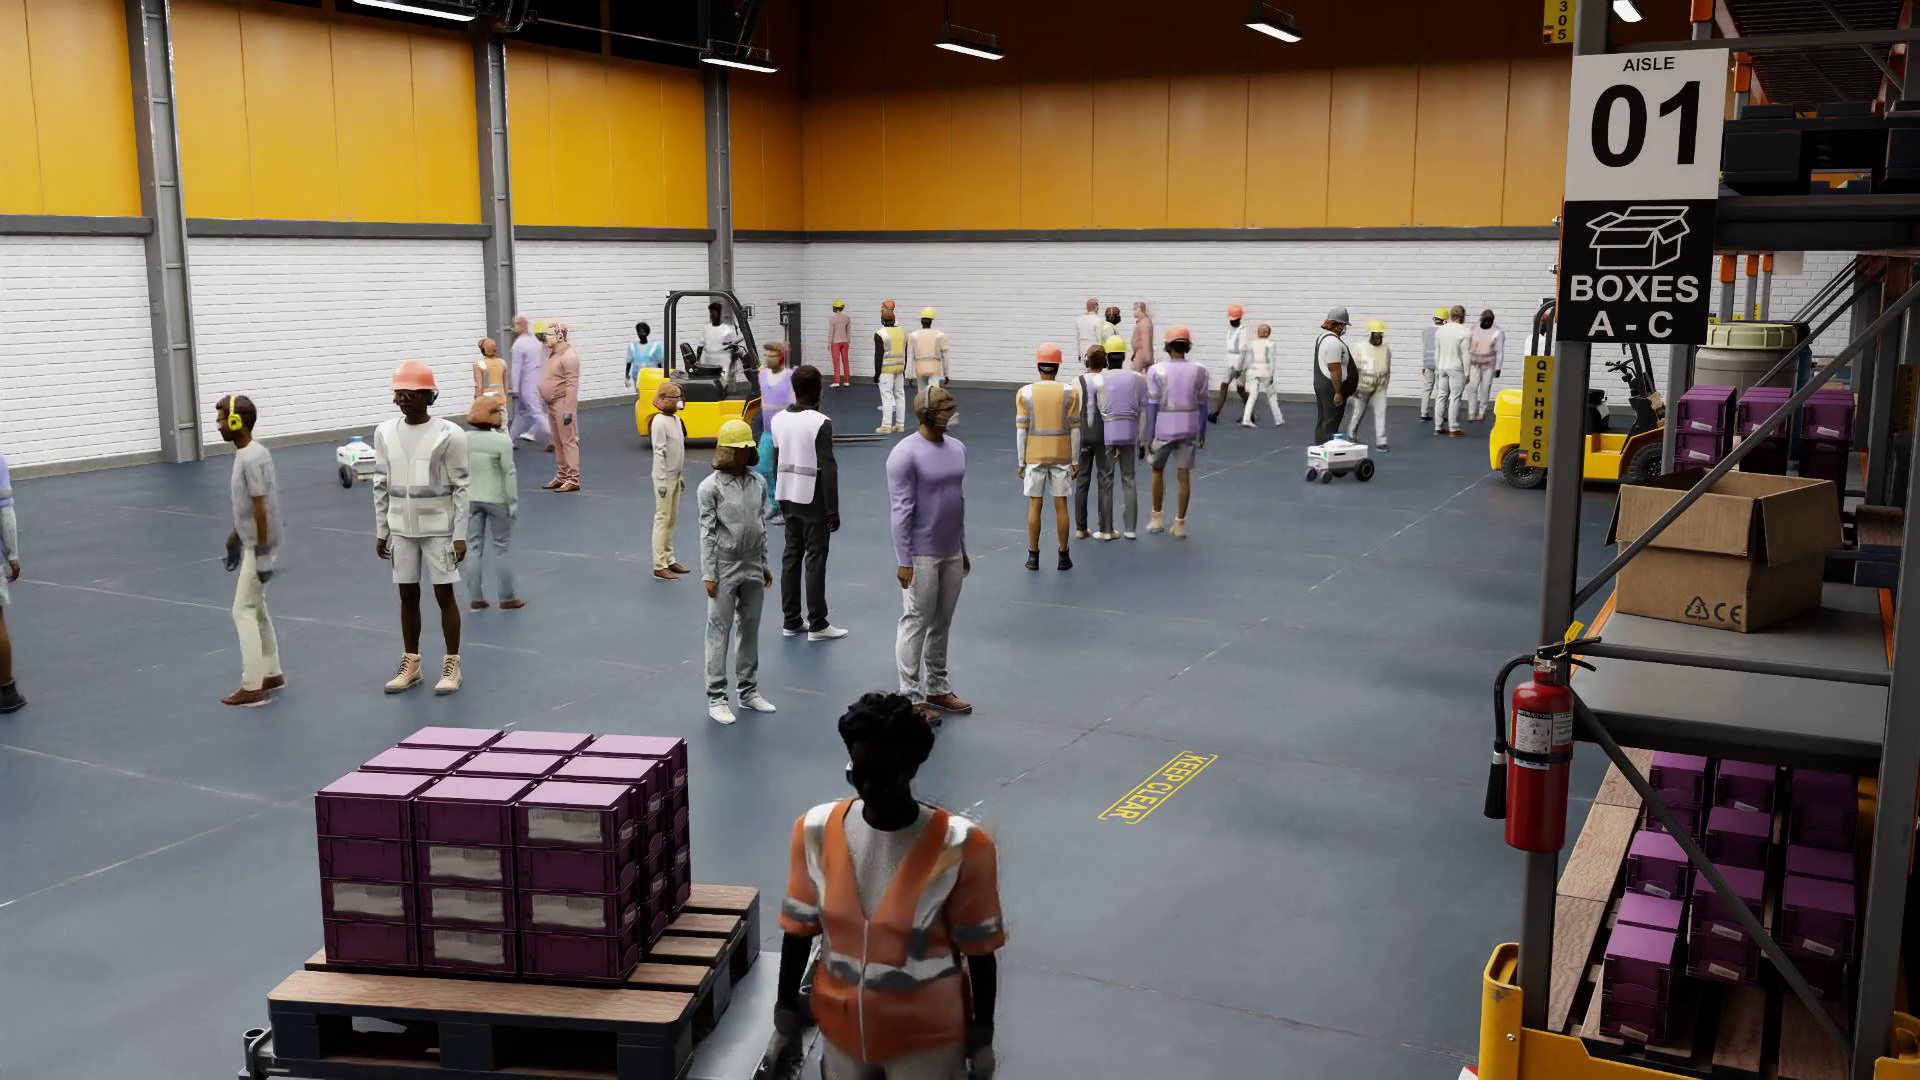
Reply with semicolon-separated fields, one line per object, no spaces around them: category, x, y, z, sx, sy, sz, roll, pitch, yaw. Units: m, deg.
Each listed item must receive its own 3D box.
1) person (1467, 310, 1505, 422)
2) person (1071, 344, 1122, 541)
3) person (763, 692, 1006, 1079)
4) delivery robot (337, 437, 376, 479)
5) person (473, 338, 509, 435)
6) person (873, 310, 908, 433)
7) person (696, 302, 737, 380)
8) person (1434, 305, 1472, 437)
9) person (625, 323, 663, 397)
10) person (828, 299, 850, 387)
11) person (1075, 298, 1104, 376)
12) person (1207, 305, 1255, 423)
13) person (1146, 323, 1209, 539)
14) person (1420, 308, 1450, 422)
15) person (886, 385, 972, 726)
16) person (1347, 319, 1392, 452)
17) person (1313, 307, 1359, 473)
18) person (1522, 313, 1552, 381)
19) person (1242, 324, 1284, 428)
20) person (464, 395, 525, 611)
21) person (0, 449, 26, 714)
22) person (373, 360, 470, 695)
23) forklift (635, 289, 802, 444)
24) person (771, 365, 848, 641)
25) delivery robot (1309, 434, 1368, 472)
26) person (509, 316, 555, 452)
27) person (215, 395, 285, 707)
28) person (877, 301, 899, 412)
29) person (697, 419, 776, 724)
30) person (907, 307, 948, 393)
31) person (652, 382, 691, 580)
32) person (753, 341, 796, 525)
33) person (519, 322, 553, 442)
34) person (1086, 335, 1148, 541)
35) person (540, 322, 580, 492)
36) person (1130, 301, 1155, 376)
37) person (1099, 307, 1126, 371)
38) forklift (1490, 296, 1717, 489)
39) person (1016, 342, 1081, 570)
person;8.330;-2.769;26.503;0.643;1.785;0.783;5;11;27
person;1.276;-0.910;15.560;0.514;1.846;0.336;5;11;26
person;-0.186;1.181;3.930;0.543;1.685;0.415;4;11;24
delivery robot;-6.972;-0.954;19.281;0.477;0.478;0.707;-7;12;-34
person;-5.807;-1.681;20.617;0.314;1.641;0.515;7;12;34
person;-1.054;-2.513;24.869;0.624;1.841;0.430;-9;13;-42
person;-3.862;-2.783;26.233;0.617;1.906;1.045;4;11;23
person;7.224;-2.469;24.359;0.378;1.932;0.641;-6;12;-32
person;-4.731;-2.422;24.875;0.546;1.644;0.890;1;10;7
person;-2.431;-3.942;33.347;0.533;1.768;0.313;-8;13;-39
person;2.291;-3.214;28.726;0.407;1.905;0.653;-8;12;-38
person;4.289;-2.755;26.182;0.918;1.864;0.628;-4;11;-21
person;2.032;-1.035;15.768;0.622;2.030;0.576;-1;10;-6
person;7.580;-2.765;26.381;0.403;1.826;0.596;-9;13;-41
person;-0.158;0.080;9.560;0.365;1.940;0.636;7;12;35
person;5.596;-2.119;22.724;0.589;1.796;0.896;-1;10;-8
person;4.617;-1.850;20.438;0.535;2.000;0.674;-1;10;-4
person;7.789;-2.124;22.487;0.358;1.882;0.574;-1;10;-5
person;4.664;-2.530;25.691;0.522;1.590;0.840;10;14;44
person;-3.542;-0.273;12.489;0.505;1.632;0.281;3;10;15
person;-5.768;0.069;9.641;0.551;1.932;0.378;-5;11;-26
person;-3.284;-0.072;10.130;0.608;2.048;0.370;2;10;9
forklift;-3.358;-2.392;23.136;2.313;2.155;1.214;-1;10;-5
person;-1.073;-0.257;11.570;0.593;1.920;0.391;9;13;41
delivery robot;4.451;-1.007;19.587;0.707;0.478;0.477;-6;11;-29
person;-5.849;-2.102;22.488;1.037;1.848;0.656;1;10;8
person;-4.266;0.058;9.994;0.380;1.838;0.549;-4;10;-20
person;-1.192;-3.116;28.230;0.361;1.883;0.574;-3;10;-16
person;-1.275;0.173;9.589;0.296;1.743;0.492;9;13;41
person;-0.480;-2.475;24.561;0.598;1.908;0.902;1;10;4
person;-2.404;-0.497;13.781;0.271;1.632;0.503;2;10;9
person;-1.778;-1.044;16.392;0.579;1.820;0.467;9;13;43
person;-5.846;-2.203;23.406;0.900;1.706;0.546;-2;10;-13
person;1.454;-0.948;15.546;0.594;1.925;0.376;-2;10;-11
person;-4.523;-1.496;18.778;0.409;1.909;0.641;-7;12;-34
person;3.286;-3.253;29.132;1.002;1.857;0.622;3;10;15
person;2.402;-2.765;26.313;0.429;1.845;0.620;0;10;0
forklift;7.296;-1.677;18.993;2.313;2.155;1.214;5;11;27
person;0.745;-0.701;14.088;0.545;1.939;0.354;0;10;2
